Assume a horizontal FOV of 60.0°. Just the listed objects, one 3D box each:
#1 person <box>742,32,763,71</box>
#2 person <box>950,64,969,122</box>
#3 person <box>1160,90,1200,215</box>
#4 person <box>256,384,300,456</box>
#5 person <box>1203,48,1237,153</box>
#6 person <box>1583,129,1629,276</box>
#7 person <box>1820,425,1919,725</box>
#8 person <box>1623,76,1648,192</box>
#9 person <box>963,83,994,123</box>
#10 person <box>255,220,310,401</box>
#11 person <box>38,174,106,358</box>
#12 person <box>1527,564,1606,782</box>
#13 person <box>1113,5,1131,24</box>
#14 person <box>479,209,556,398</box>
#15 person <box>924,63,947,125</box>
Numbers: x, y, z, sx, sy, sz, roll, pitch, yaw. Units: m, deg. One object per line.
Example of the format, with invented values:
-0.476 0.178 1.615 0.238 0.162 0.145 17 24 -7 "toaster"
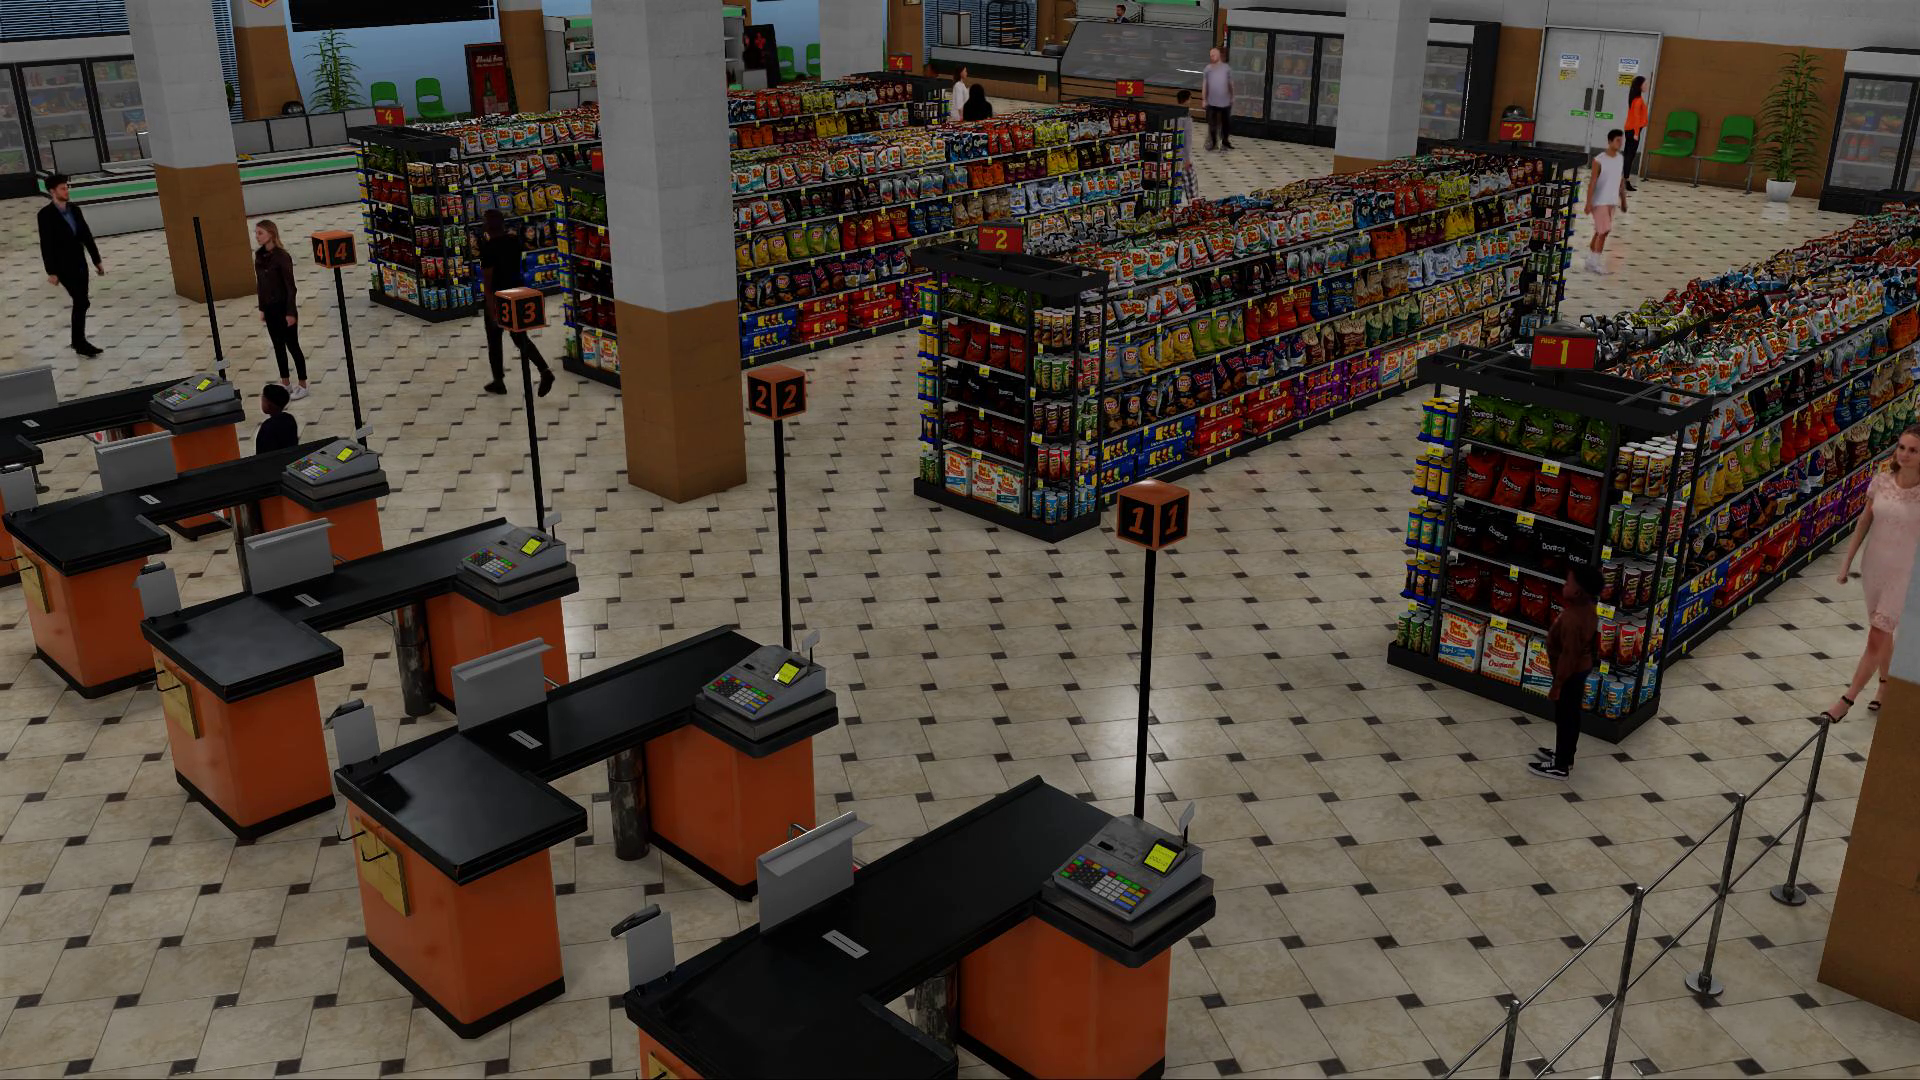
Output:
-4.079 -9.371 33.607 0.873 1.716 0.826 -3 22 -7 "person"
-0.017 -7.221 28.298 0.736 1.684 0.669 1 22 2 "person"
3.065 -5.449 23.702 1.024 1.823 0.727 -17 27 -35 "person"
-4.945 -0.535 12.214 0.673 1.271 0.601 4 22 9 "person"
4.633 -7.820 29.628 0.995 1.804 1.038 0 22 0 "person"
7.965 -4.223 20.722 0.787 1.770 0.812 -12 25 -27 "person"
5.468 0.199 9.678 1.075 1.800 0.771 -13 25 -28 "person"
10.596 -6.413 26.200 0.769 1.749 0.673 4 22 11 "person"
0.280 -6.400 26.348 0.763 1.616 0.826 -1 22 -1 "person"
-6.435 -2.187 15.743 0.660 1.705 0.608 11 24 26 "person"
-9.198 -2.808 17.062 0.874 1.874 0.772 4 22 10 "person"
3.351 0.716 9.122 0.605 1.254 0.448 15 27 34 "person"
3.712 -11.418 38.500 0.633 1.867 0.550 20 30 41 "person"
-4.205 -2.185 15.621 0.862 1.792 1.132 14 26 31 "person"
-0.385 -6.594 26.433 0.791 1.913 0.788 -4 22 -10 "person"
